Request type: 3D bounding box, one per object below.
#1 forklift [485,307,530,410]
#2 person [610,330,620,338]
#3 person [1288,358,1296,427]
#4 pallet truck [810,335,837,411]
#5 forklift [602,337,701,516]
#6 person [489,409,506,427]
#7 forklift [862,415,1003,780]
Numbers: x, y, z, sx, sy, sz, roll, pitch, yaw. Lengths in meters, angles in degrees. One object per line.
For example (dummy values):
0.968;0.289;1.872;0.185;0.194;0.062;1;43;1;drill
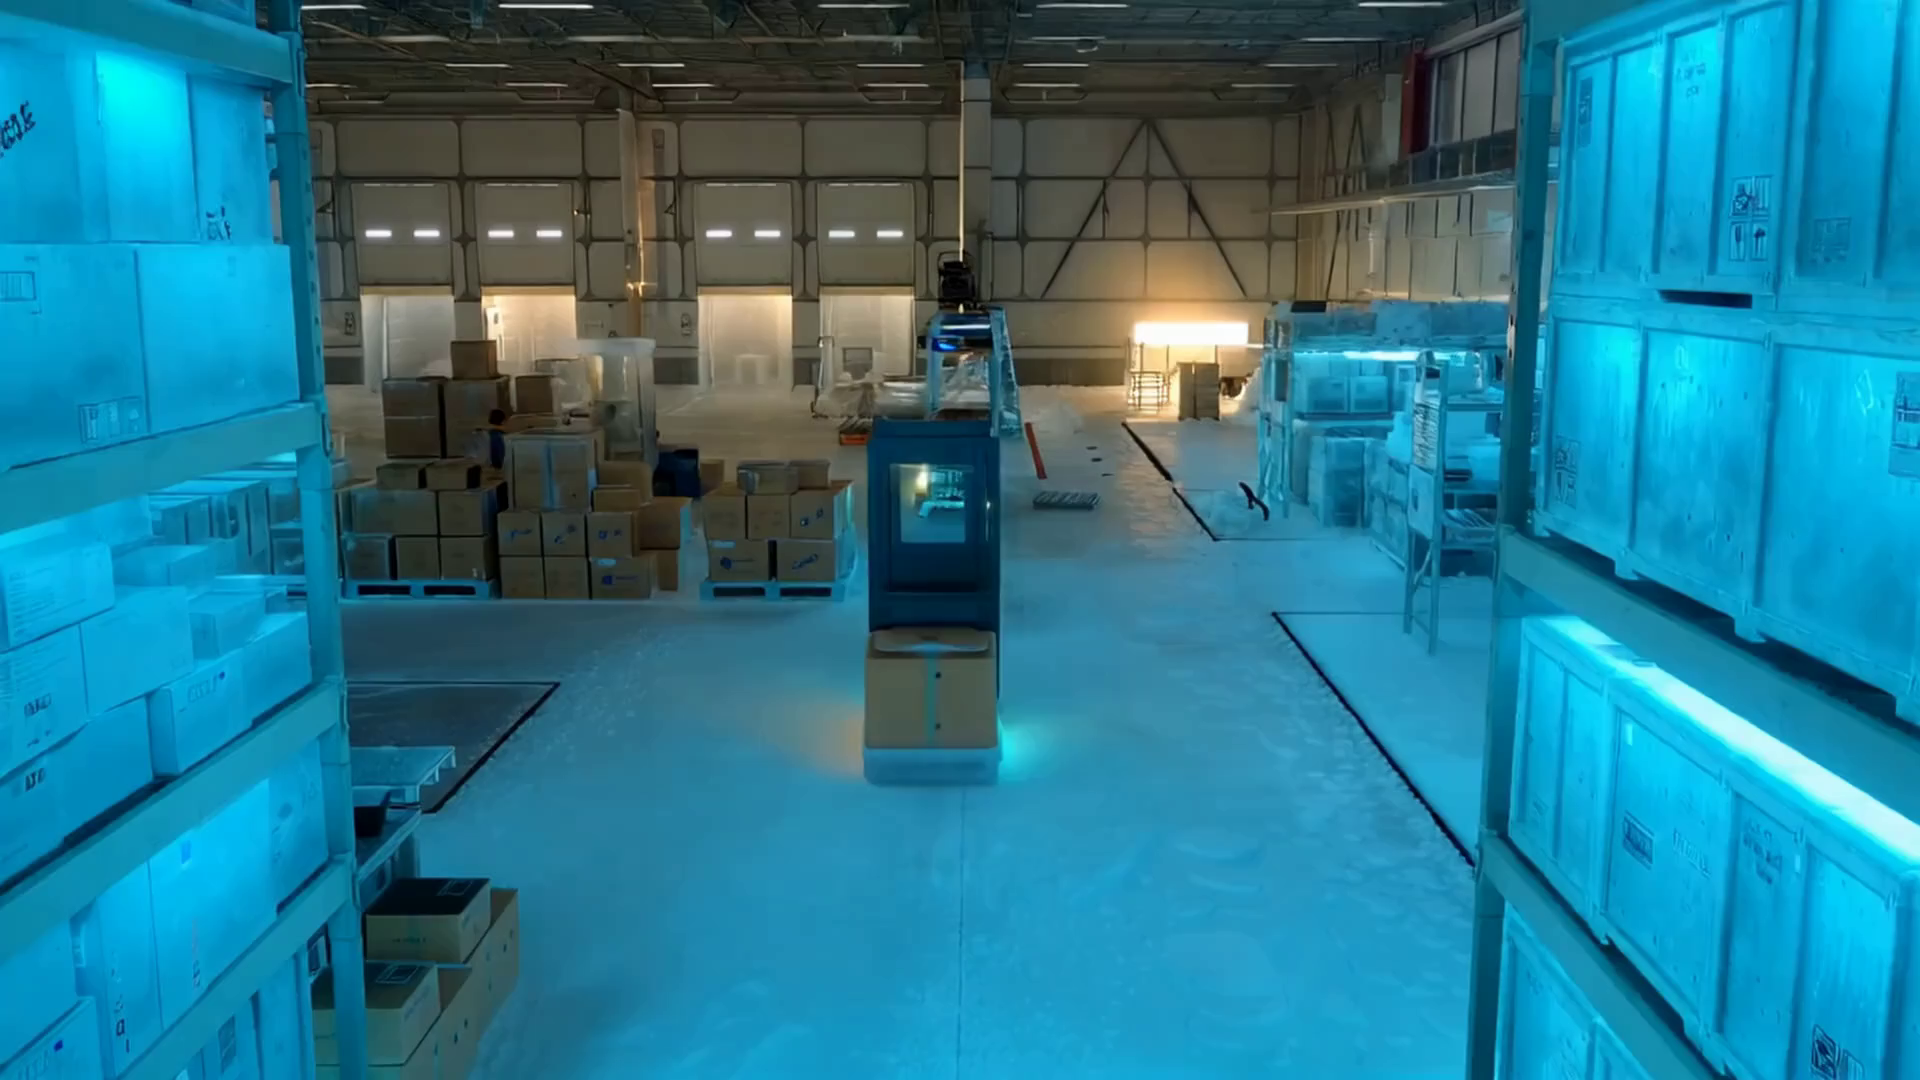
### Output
-10.754;-4.150;39.646;1.129;2.768;1.873;0;10;1;forklift
-9.748;-4.959;47.039;0.374;1.935;0.550;8;13;40;person
7.254;-3.202;36.968;0.810;1.915;0.547;-2;10;-14;person
-3.021;-4.312;43.126;1.885;1.965;0.823;3;10;17;pallet truck
-5.028;-1.701;25.518;1.129;2.768;1.873;8;13;40;forklift
-6.824;-0.924;23.894;0.789;1.901;0.650;-10;14;-44;person
-0.217;0.374;13.542;1.129;2.768;1.873;0;10;1;forklift
